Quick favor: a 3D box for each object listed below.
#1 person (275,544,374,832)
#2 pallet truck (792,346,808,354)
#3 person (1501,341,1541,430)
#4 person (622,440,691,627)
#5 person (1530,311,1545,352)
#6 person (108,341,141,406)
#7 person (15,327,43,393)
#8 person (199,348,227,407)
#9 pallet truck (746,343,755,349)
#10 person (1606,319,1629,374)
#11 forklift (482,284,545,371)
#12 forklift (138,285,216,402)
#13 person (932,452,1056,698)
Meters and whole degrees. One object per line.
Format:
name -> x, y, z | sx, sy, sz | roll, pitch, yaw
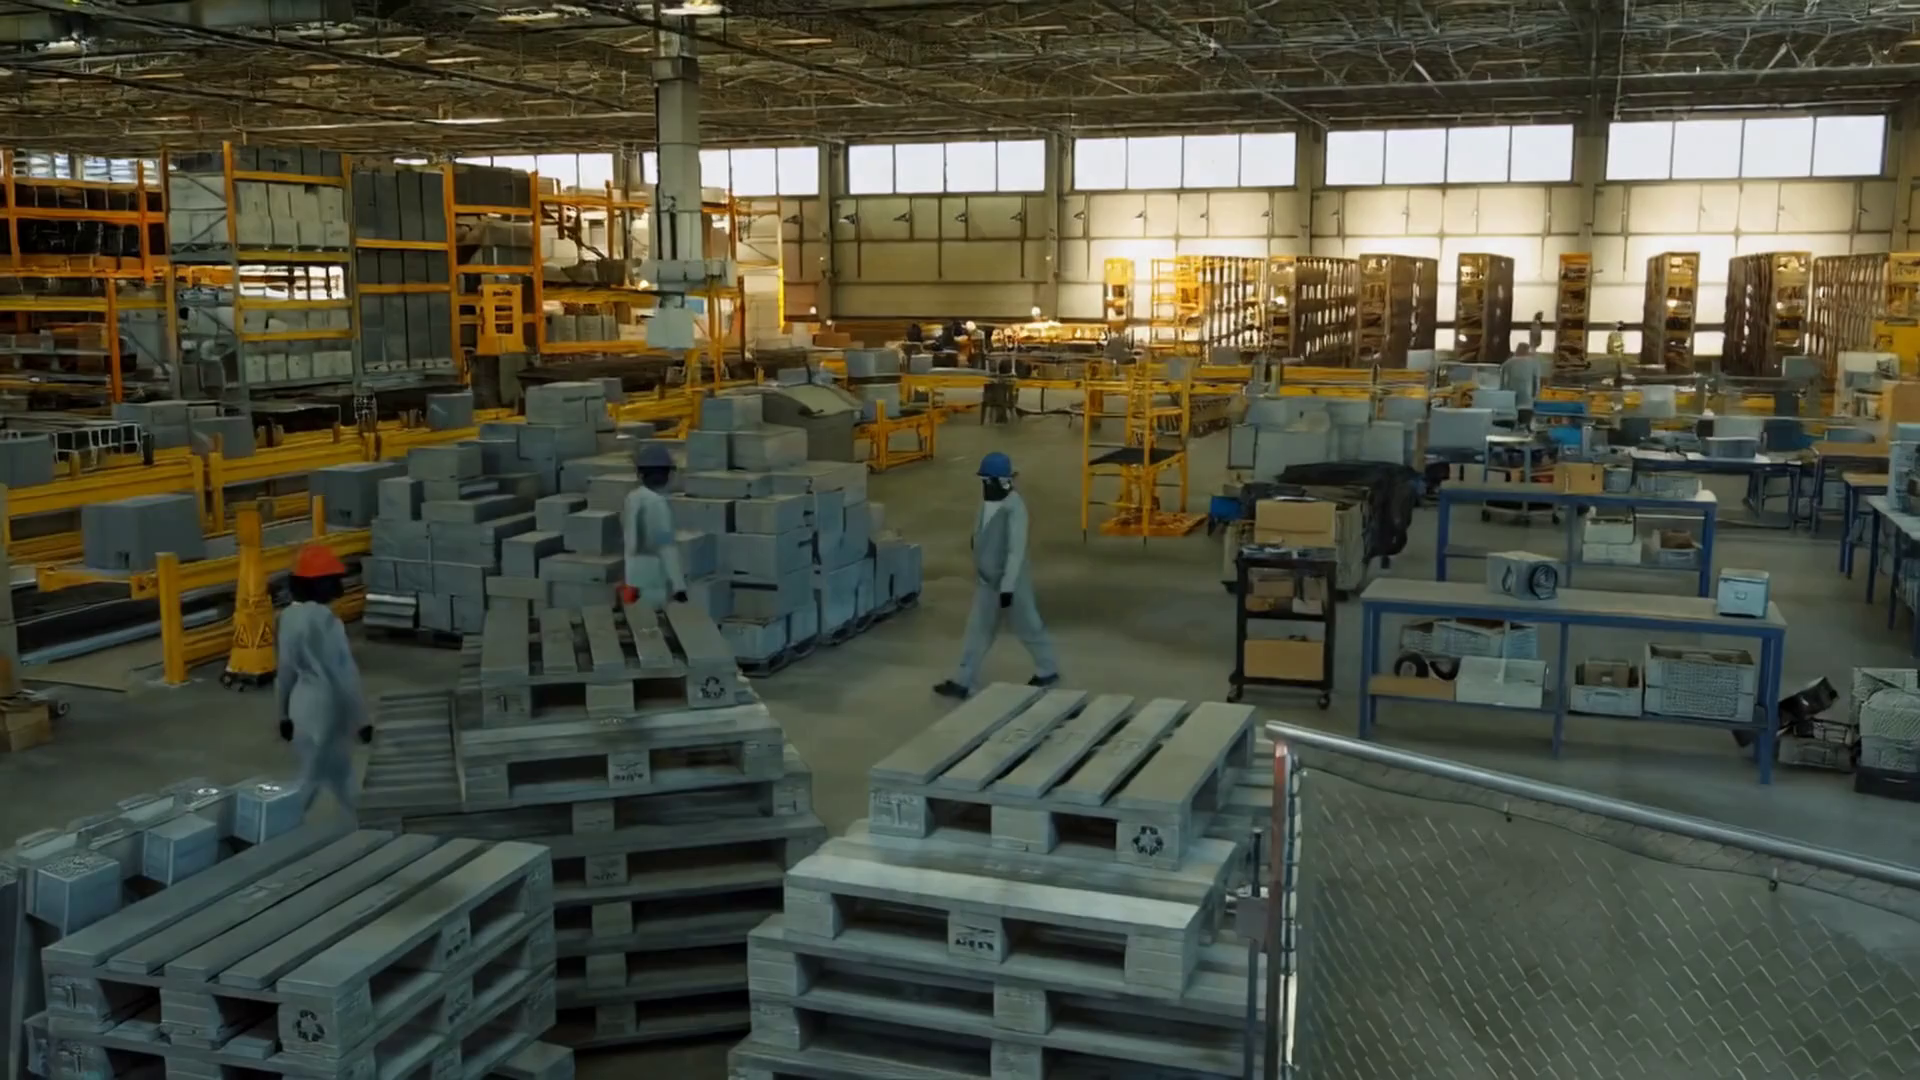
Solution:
person -> -3.127, 0.865, 8.341 | 0.496, 1.701, 0.824 | 8, 12, 41
pallet truck -> -3.705, -4.298, 42.022 | 0.653, 1.274, 1.630 | 3, 10, 20
person -> 9.680, -2.475, 28.731 | 0.644, 1.898, 0.397 | 1, 9, 7
person -> -2.021, 0.271, 11.433 | 0.722, 1.914, 0.550 | -5, 10, -27
person -> 17.413, -5.945, 50.360 | 1.029, 1.948, 0.639 | 1, 9, 5
person -> -14.215, -2.427, 28.327 | 0.384, 1.929, 0.539 | 7, 11, 37
person -> -21.065, -3.864, 37.529 | 0.671, 1.855, 0.994 | 4, 10, 23
person -> -14.930, -3.033, 33.219 | 0.513, 1.564, 0.879 | -8, 12, -42
pallet truck -> -6.183, -4.618, 44.264 | 1.601, 1.201, 0.680 | -9, 12, -43
person -> 18.678, -5.382, 47.245 | 0.602, 1.813, 0.586 | 5, 10, 26
forklift -> -10.832, -4.702, 39.610 | 1.129, 2.768, 1.873 | 3, 10, 20
forklift -> -17.480, -4.200, 36.461 | 1.873, 2.768, 1.129 | 3, 10, 19
person -> 0.289, 0.256, 11.940 | 0.968, 1.780, 0.612 | -5, 10, -30
